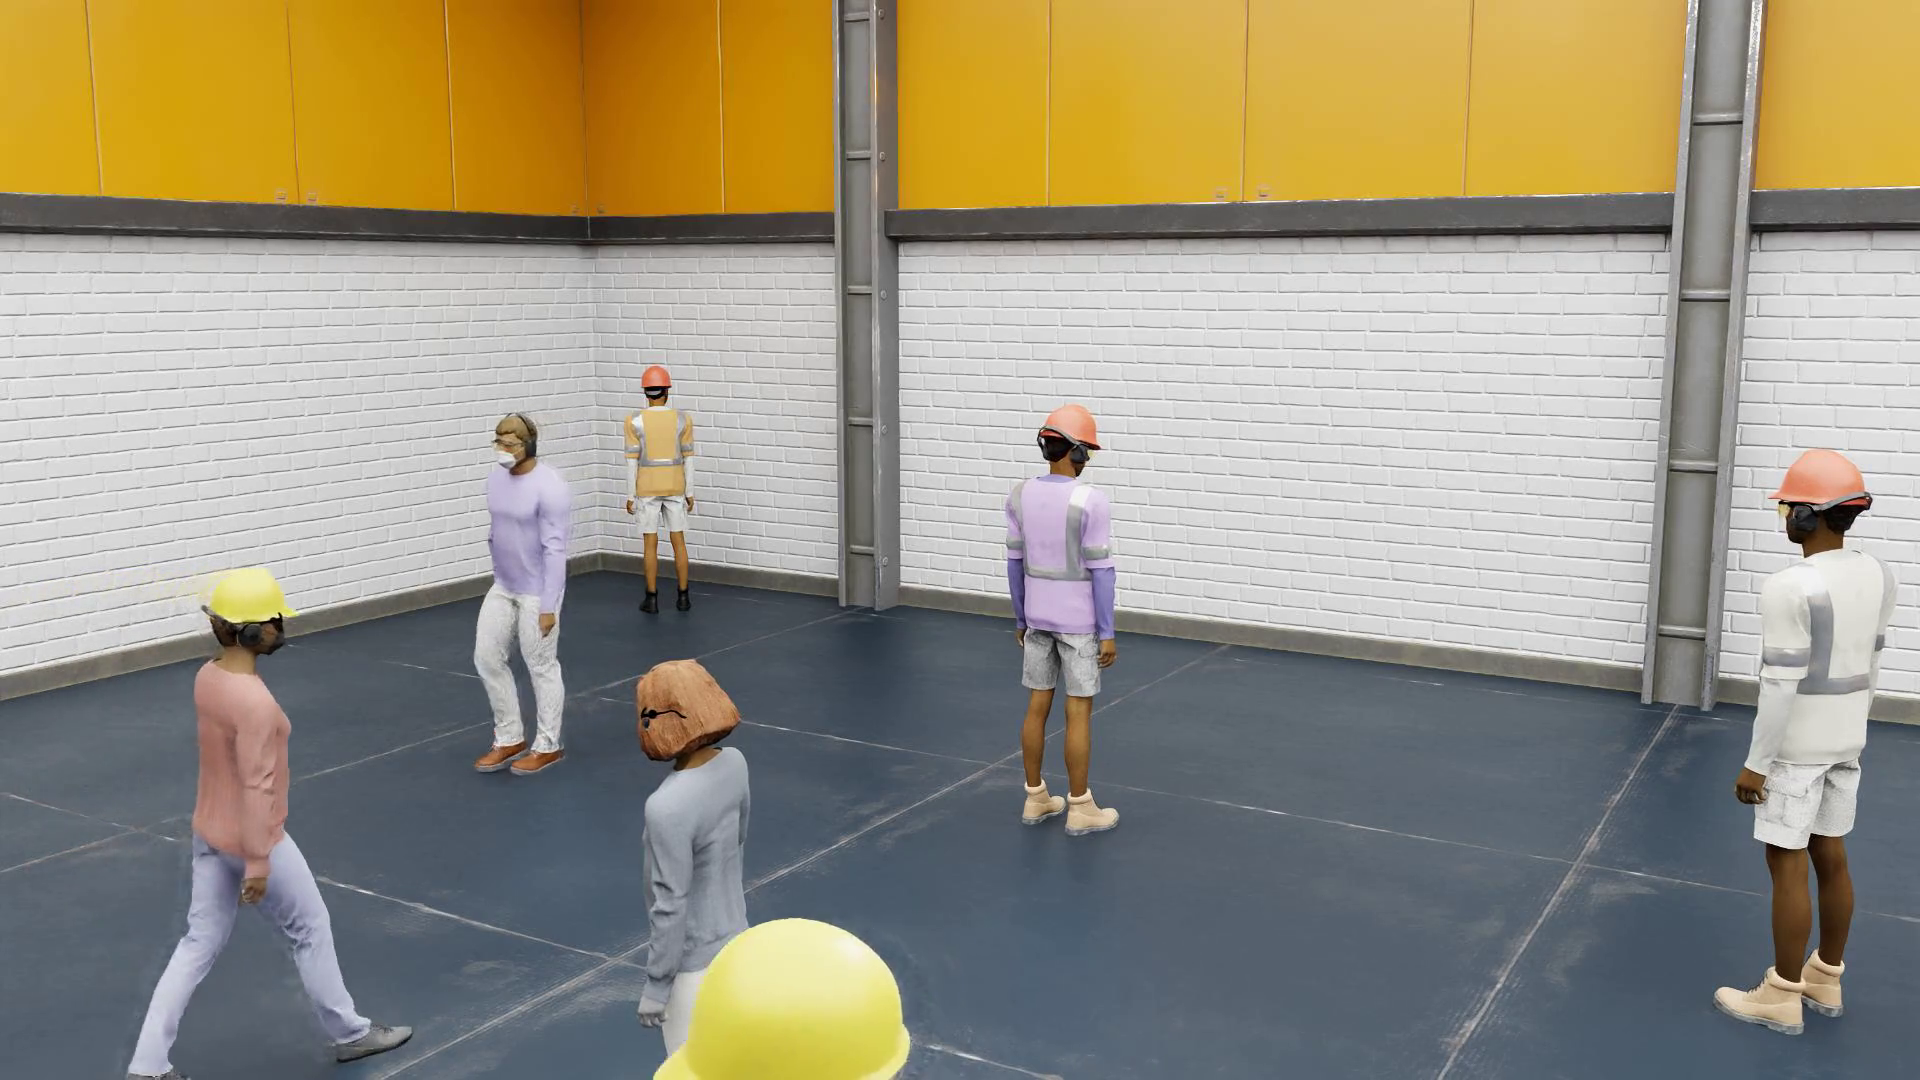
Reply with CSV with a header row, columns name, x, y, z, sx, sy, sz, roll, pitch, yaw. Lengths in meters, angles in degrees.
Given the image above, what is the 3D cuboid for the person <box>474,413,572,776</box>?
name,x,y,z,sx,sy,sz,roll,pitch,yaw
person,-2.326,0.302,8.673,0.662,1.926,0.570,7,12,38

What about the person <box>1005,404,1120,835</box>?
name,x,y,z,sx,sy,sz,roll,pitch,yaw
person,0.502,0.376,7.898,0.605,2.036,0.383,8,12,41

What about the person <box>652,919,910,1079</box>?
name,x,y,z,sx,sy,sz,roll,pitch,yaw
person,-0.226,1.382,2.019,0.702,1.904,0.604,0,9,-3

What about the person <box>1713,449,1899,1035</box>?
name,x,y,z,sx,sy,sz,roll,pitch,yaw
person,2.951,0.703,5.826,0.607,2.044,0.372,-5,11,-30

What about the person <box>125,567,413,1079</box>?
name,x,y,z,sx,sy,sz,roll,pitch,yaw
person,-2.306,0.939,5.364,0.526,1.725,0.891,8,12,43

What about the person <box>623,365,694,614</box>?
name,x,y,z,sx,sy,sz,roll,pitch,yaw
person,-2.350,-0.392,12.997,0.548,1.934,0.376,-3,10,-19

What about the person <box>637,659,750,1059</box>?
name,x,y,z,sx,sy,sz,roll,pitch,yaw
person,-0.716,1.122,4.490,0.289,1.633,0.497,2,9,14
